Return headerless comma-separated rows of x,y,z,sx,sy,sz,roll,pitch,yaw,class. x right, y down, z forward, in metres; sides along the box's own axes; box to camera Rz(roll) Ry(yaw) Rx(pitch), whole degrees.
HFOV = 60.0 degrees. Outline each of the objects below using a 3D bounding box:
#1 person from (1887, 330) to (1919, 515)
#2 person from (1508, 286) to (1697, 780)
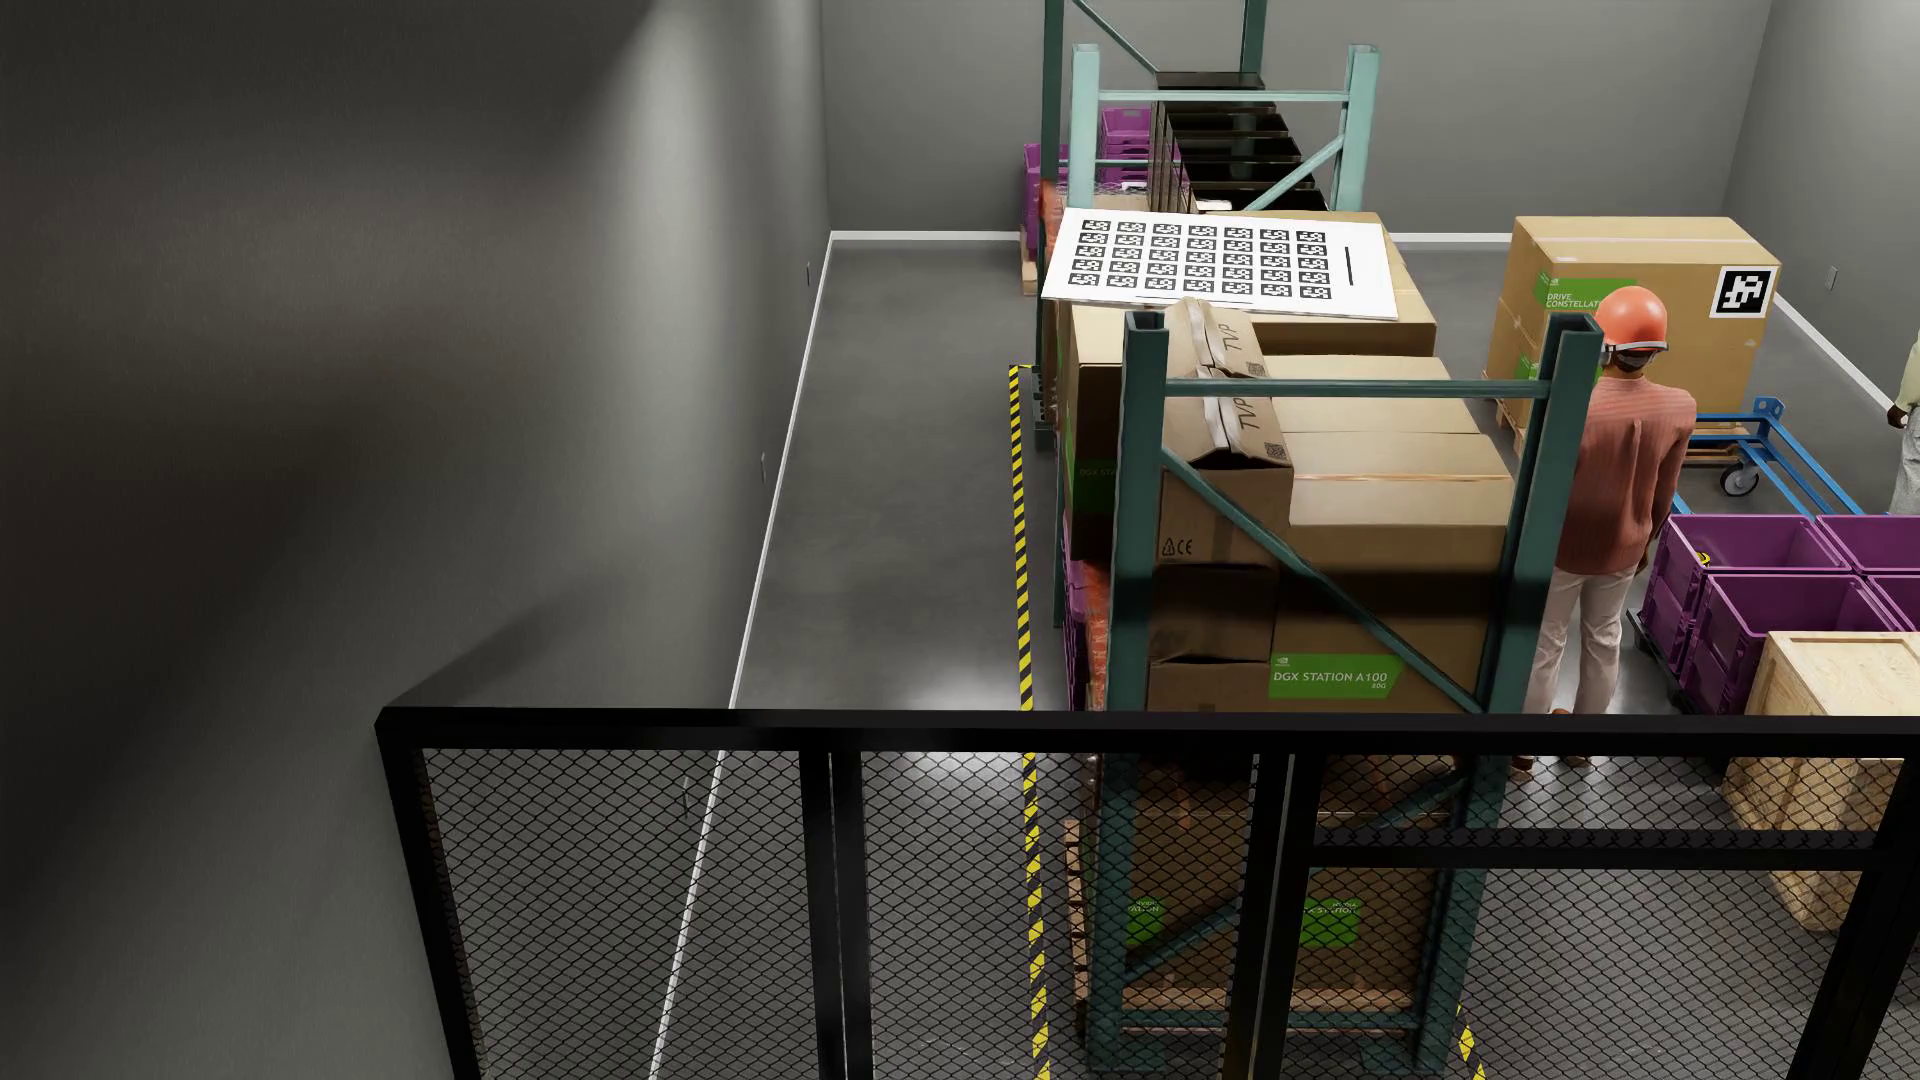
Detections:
4.453,-0.644,7.386,0.593,1.833,0.404,2,31,3,person
2.308,0.010,6.144,0.610,1.995,0.375,-7,32,-12,person
